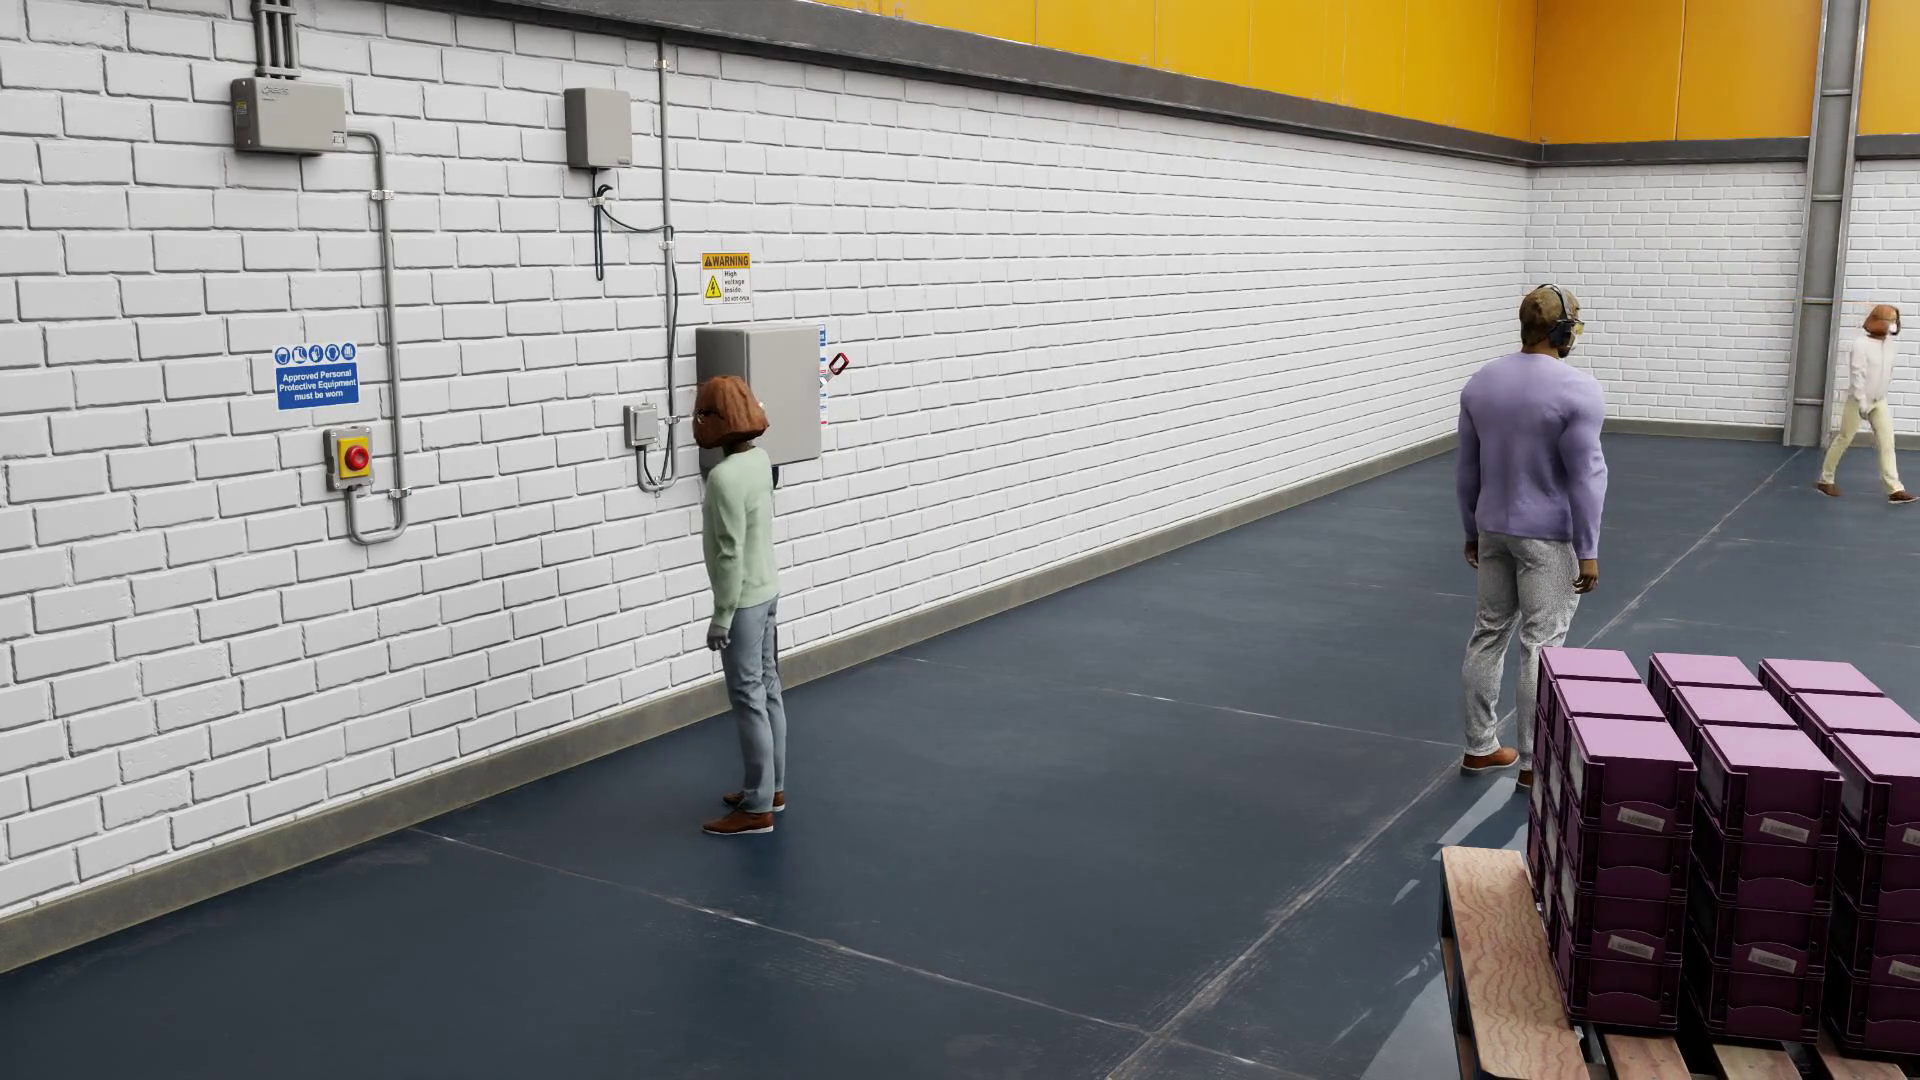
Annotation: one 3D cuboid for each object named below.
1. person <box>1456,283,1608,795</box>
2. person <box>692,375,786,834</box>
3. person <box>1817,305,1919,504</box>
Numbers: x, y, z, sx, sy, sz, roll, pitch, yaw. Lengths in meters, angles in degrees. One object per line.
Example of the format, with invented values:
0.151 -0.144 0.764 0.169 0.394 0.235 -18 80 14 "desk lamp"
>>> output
2.176 -0.004 6.370 0.355 1.937 0.635 -6 12 -31 "person"
-0.786 0.232 5.913 0.287 1.631 0.501 2 10 9 "person"
7.317 -1.094 13.382 0.506 1.587 0.848 -3 11 -18 "person"
